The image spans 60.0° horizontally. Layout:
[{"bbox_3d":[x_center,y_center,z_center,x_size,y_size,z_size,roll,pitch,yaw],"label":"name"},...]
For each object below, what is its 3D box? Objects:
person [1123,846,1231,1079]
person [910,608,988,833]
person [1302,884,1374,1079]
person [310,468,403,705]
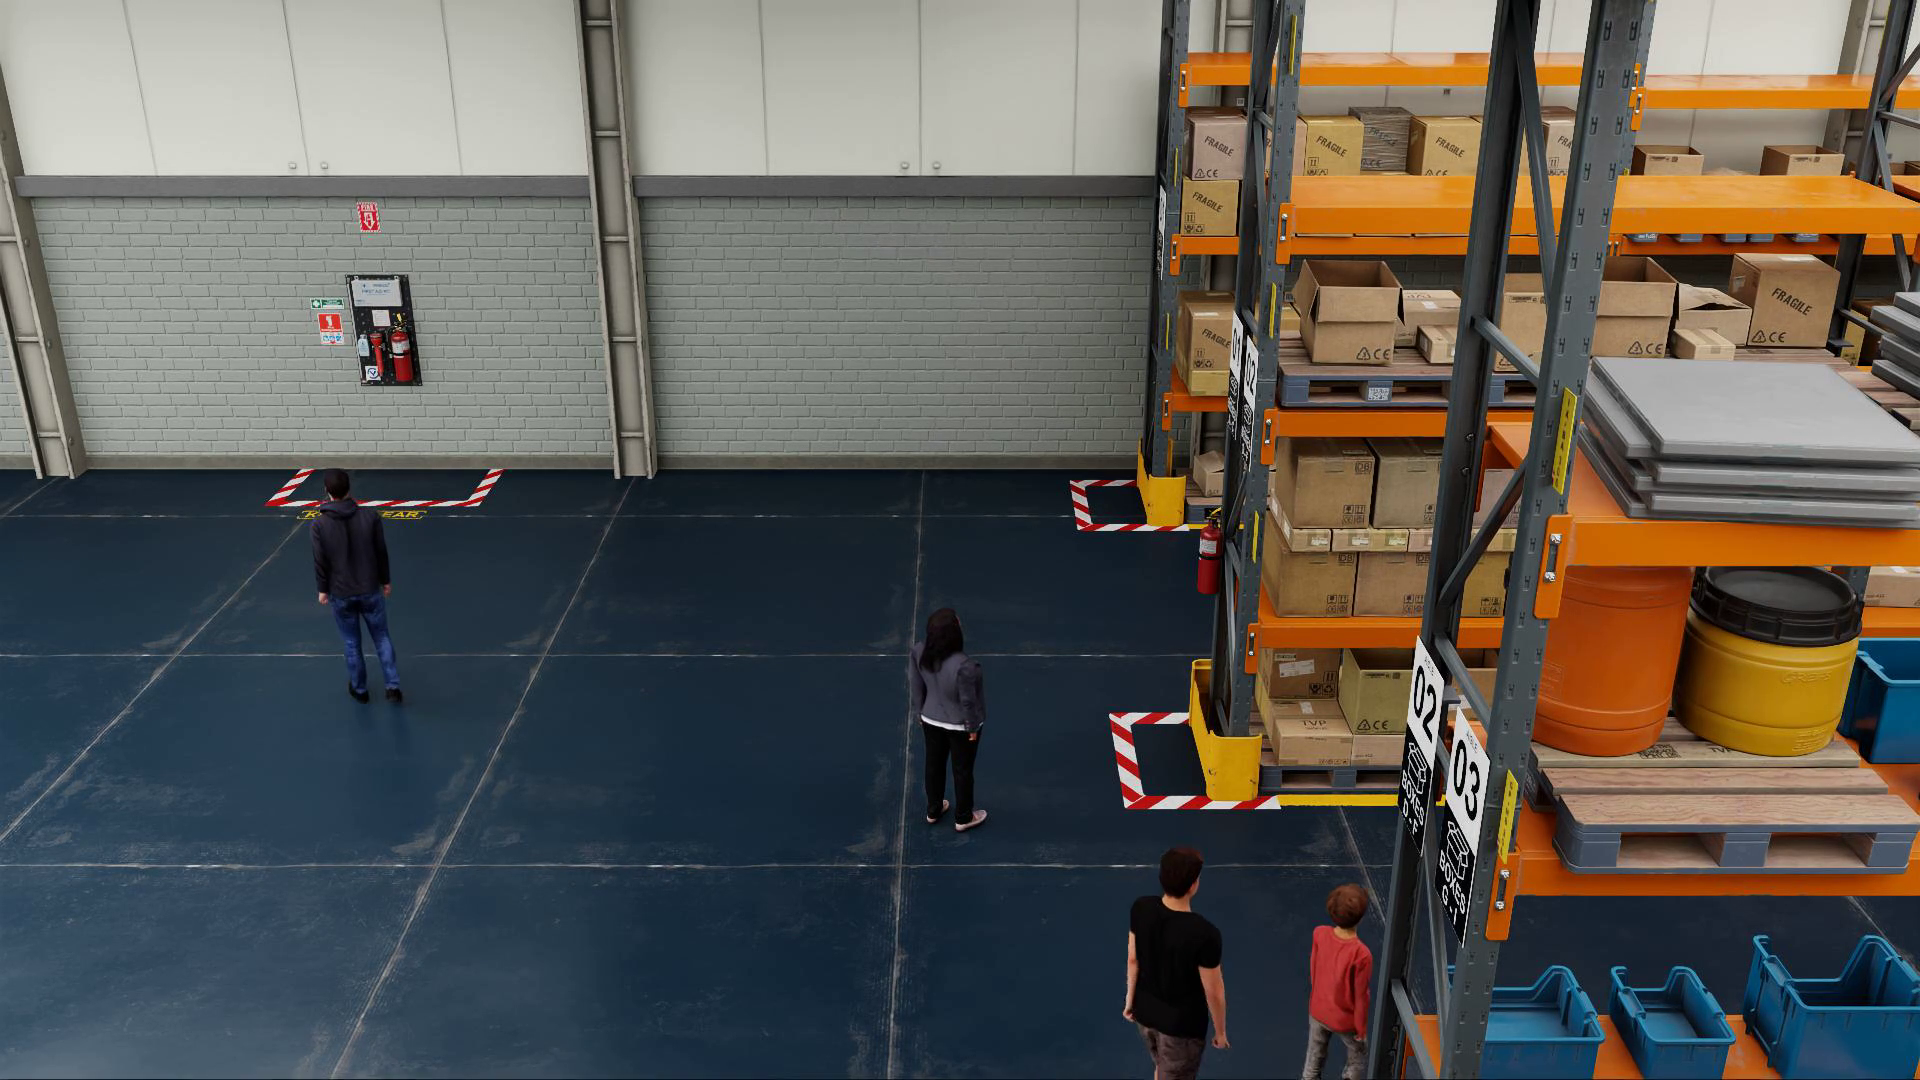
[{"bbox_3d":[0.957,2.316,7.948,1.142,1.839,1.172,19,30,38],"label":"person"},{"bbox_3d":[-0.066,1.171,10.950,0.774,1.598,0.855,15,27,31],"label":"person"},{"bbox_3d":[1.854,2.385,8.342,0.799,1.404,0.738,-21,31,-40],"label":"person"},{"bbox_3d":[-4.520,0.373,12.450,0.852,1.892,0.917,-13,26,-28],"label":"person"}]
